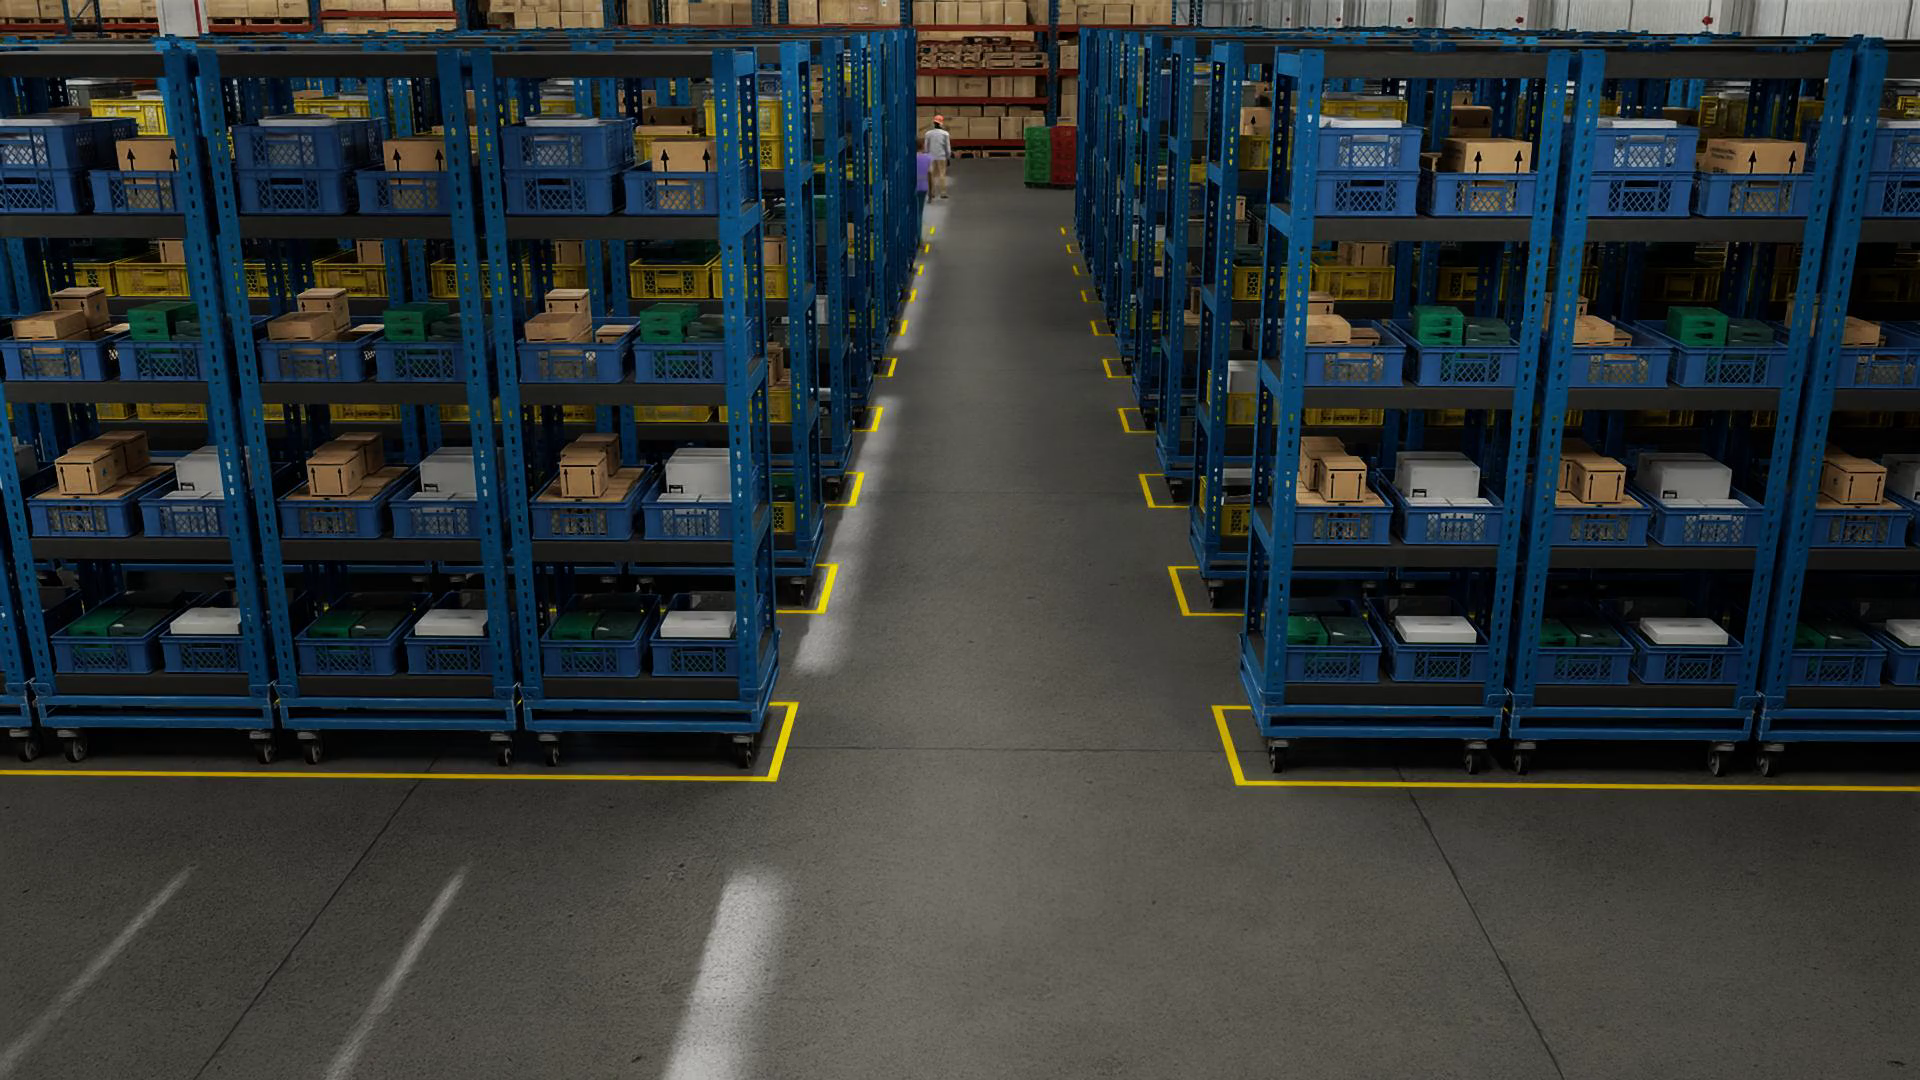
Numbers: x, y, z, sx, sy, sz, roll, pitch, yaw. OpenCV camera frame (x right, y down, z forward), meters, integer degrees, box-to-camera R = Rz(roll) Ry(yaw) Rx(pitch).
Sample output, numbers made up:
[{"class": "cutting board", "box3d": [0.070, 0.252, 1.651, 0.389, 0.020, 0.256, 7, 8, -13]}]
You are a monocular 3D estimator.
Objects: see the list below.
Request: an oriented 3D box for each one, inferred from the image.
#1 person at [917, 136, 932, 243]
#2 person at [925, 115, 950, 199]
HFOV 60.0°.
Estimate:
[{"class": "person", "box3d": [-0.738, -5.958, 28.353, 0.579, 1.824, 0.654, -5, 18, -14]}, {"class": "person", "box3d": [-0.468, -8.194, 35.609, 0.567, 1.748, 0.339, 6, 18, 19]}]
